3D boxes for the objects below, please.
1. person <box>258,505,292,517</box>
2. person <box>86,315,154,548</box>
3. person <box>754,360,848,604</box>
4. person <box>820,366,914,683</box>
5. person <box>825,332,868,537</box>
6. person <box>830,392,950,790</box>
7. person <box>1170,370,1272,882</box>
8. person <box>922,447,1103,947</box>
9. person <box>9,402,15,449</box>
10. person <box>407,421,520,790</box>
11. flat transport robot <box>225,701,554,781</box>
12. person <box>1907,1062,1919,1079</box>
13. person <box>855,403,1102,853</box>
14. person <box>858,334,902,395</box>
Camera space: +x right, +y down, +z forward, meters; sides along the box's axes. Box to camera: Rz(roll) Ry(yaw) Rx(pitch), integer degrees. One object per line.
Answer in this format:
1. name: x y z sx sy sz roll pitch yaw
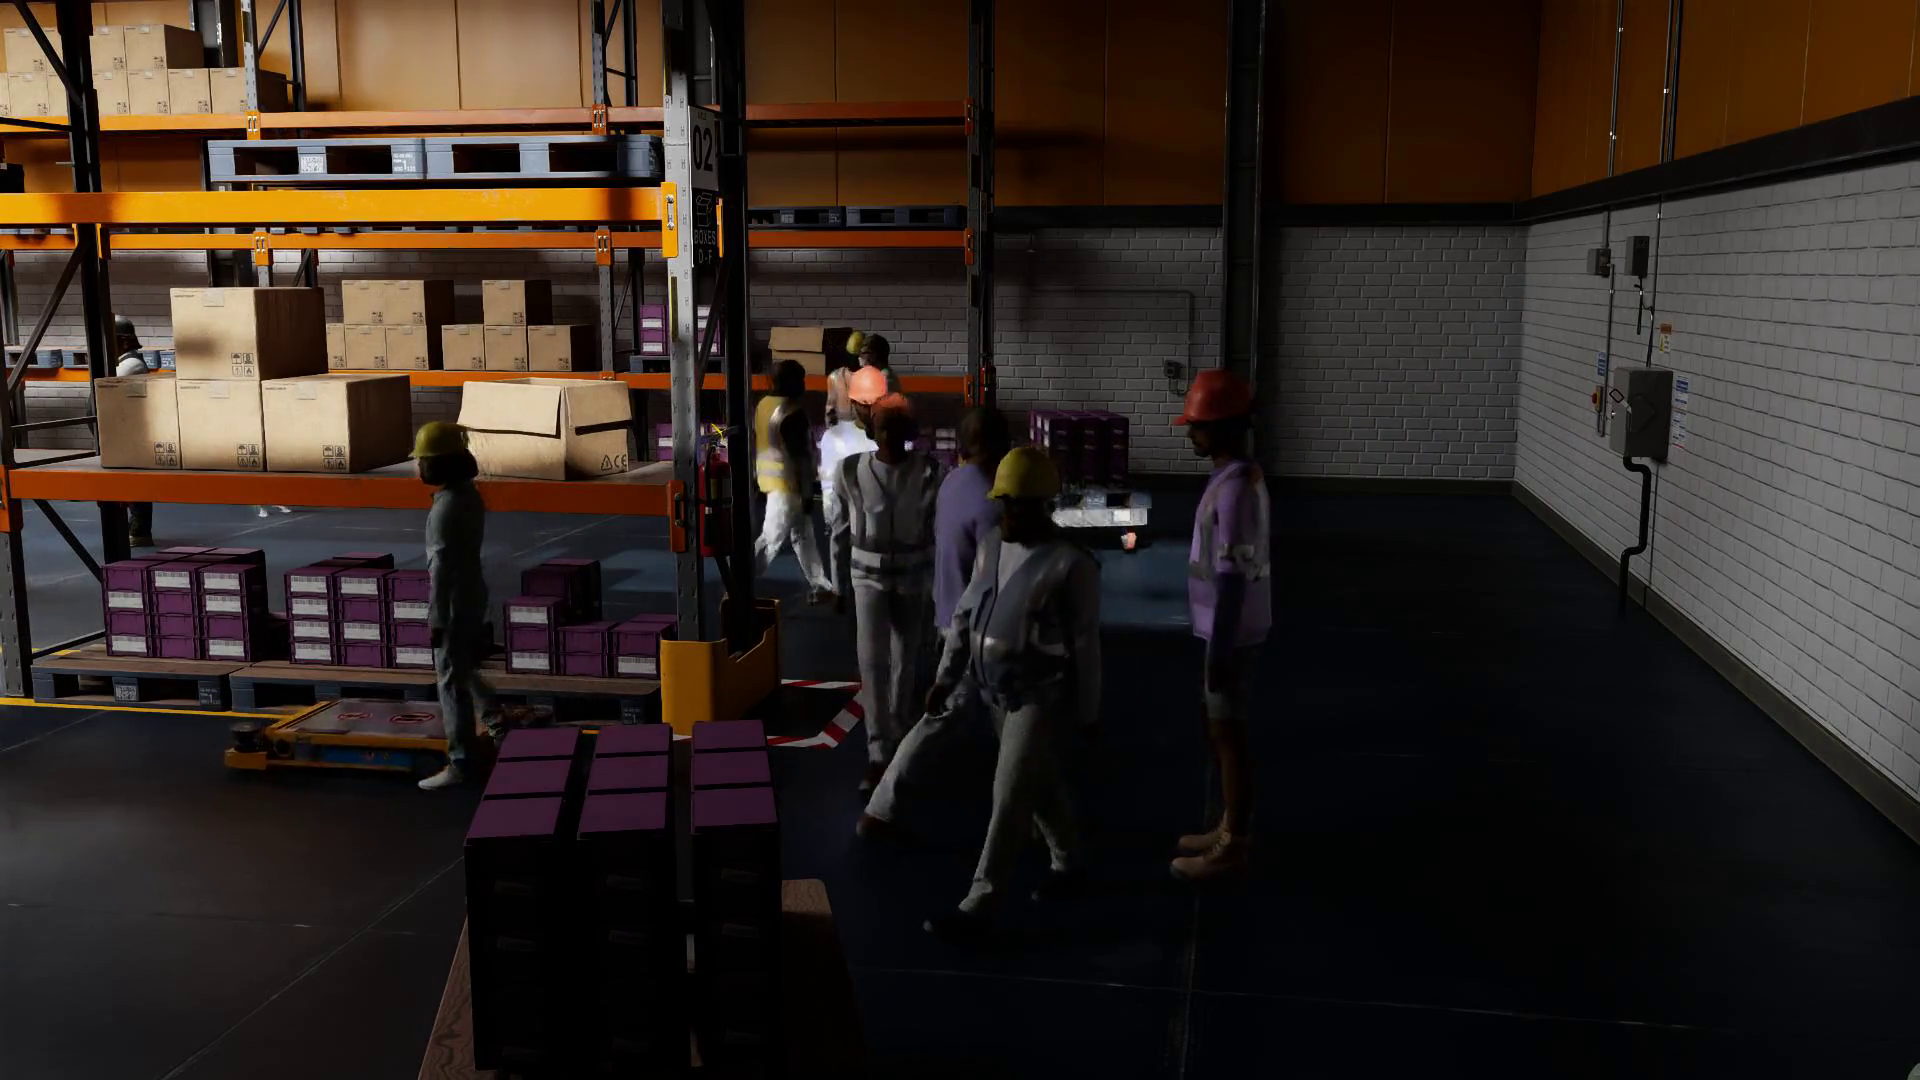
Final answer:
1. person: -6.868 -1.044 16.515 0.564 1.627 0.431 -5 10 -28
2. person: -7.363 -0.955 14.608 0.538 2.000 0.682 -5 10 -28
3. person: -1.249 -0.380 11.810 0.972 1.800 0.637 -4 10 -25
4. person: -0.516 -0.044 9.464 0.558 1.882 0.973 -2 9 -10
5. person: -0.917 -0.907 14.794 0.614 1.893 0.500 3 10 17
6. person: -0.322 0.222 7.879 0.592 1.850 0.741 -1 9 -5
7. person: 1.025 0.345 6.602 0.415 2.035 0.609 1 9 8
8. person: 0.204 0.545 6.119 0.906 1.785 0.599 -7 11 -36
9. person: -7.301 -0.587 12.468 0.397 1.992 0.622 -5 11 -30
10. person: -2.316 0.309 7.694 0.390 1.727 0.513 0 9 -1
11. flat transport robot: -2.769 0.965 8.169 1.431 0.197 0.652 1 9 9
12. person: 1.530 1.236 2.293 0.502 1.627 0.288 4 10 22
13. person: 0.049 0.373 6.918 1.065 1.869 0.669 -2 9 -11
14. person: -0.624 -0.658 13.131 0.371 1.932 0.631 -1 9 -5
